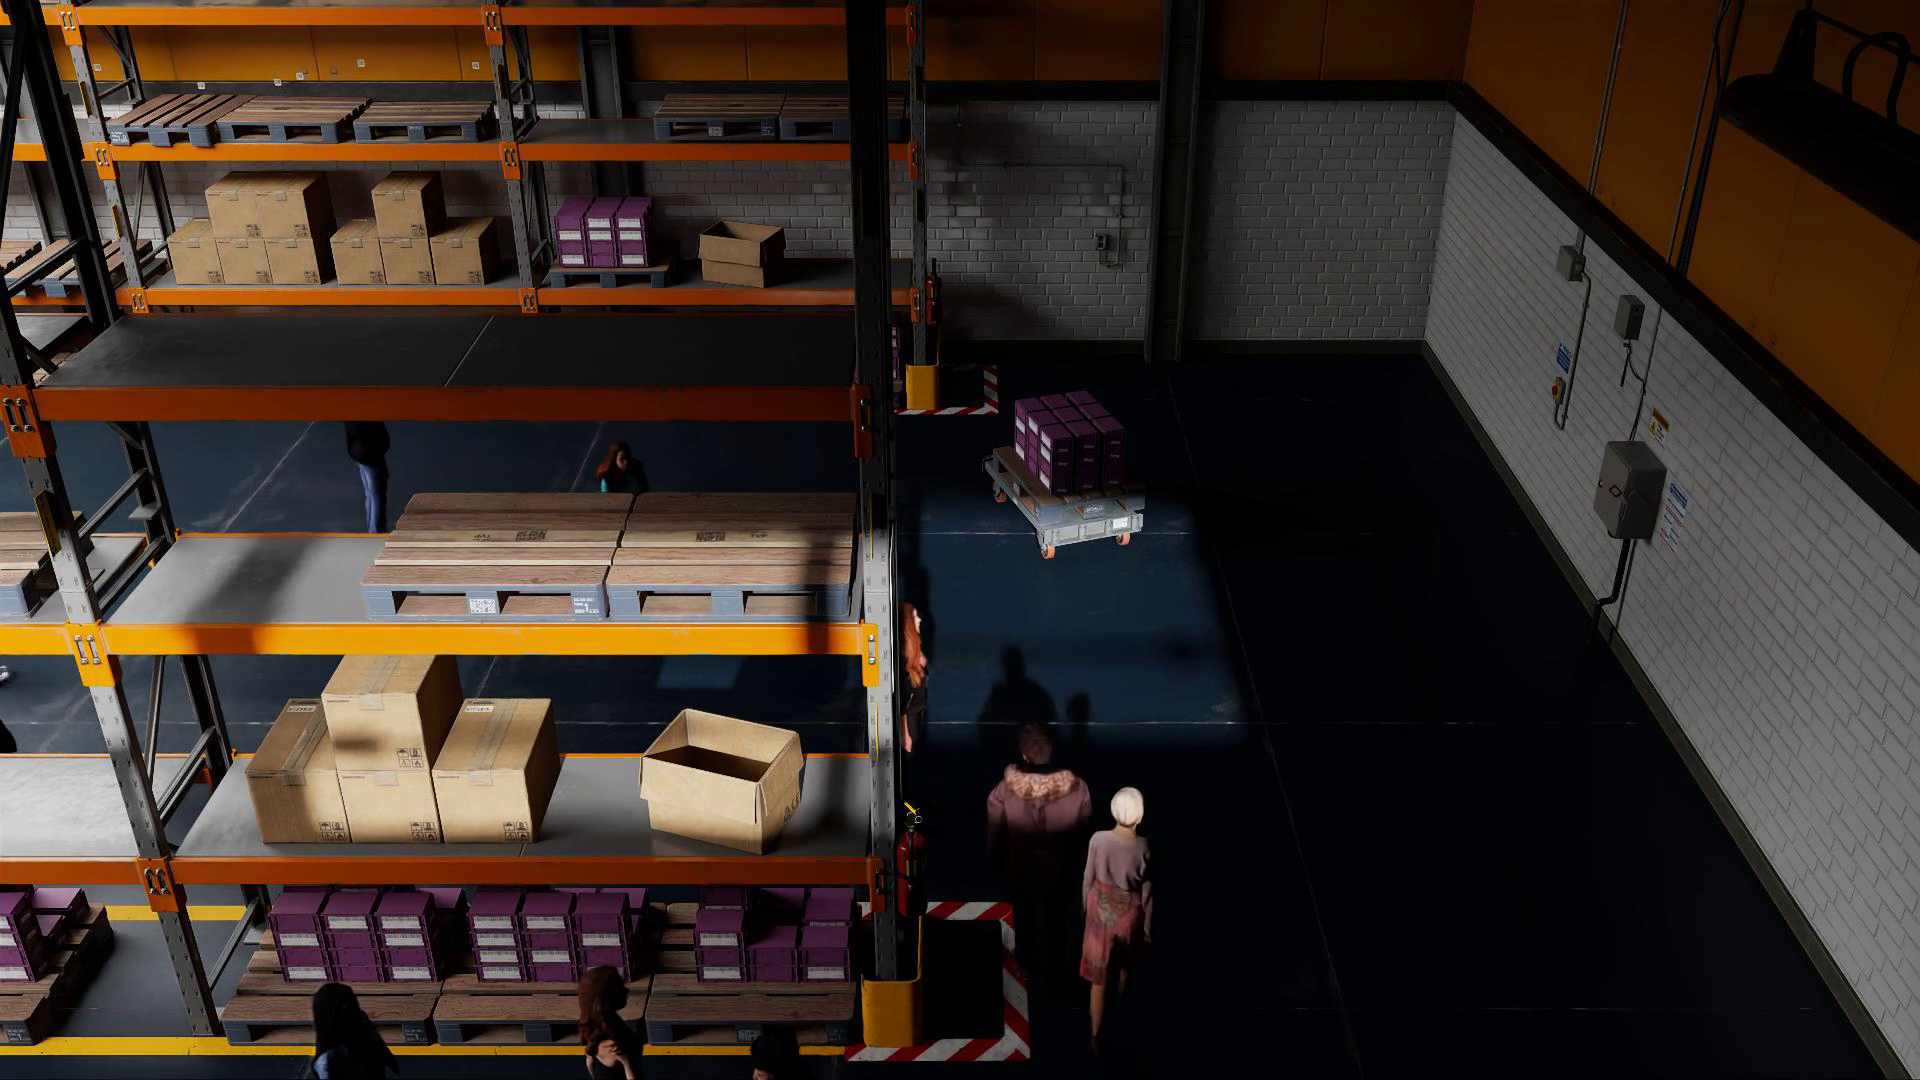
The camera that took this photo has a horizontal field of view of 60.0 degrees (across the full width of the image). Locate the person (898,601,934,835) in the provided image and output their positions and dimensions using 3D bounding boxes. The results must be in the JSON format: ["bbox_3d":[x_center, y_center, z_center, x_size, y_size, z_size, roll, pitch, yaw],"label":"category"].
[{"bbox_3d":[-0.378,1.159,11.098,0.561,1.713,0.625,4,29,7],"label":"person"}]

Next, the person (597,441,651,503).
[{"bbox_3d":[-2.775,-0.159,13.770,0.978,1.468,1.003,-22,36,-35],"label":"person"}]

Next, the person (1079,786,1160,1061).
[{"bbox_3d":[0.874,2.158,9.324,1.057,1.656,0.811,6,29,12],"label":"person"}]

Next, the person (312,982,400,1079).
[{"bbox_3d":[-2.894,2.812,8.068,0.521,1.712,0.616,1,29,2],"label":"person"}]

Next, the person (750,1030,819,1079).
[{"bbox_3d":[-0.676,2.974,7.870,1.153,1.617,1.101,-25,38,-38],"label":"person"}]

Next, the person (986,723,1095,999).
[{"bbox_3d":[0.461,1.919,9.583,0.676,1.829,0.873,4,29,7],"label":"person"}]

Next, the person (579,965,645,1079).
[{"bbox_3d":[-1.672,2.780,8.098,0.648,1.739,0.708,25,38,38],"label":"person"}]
